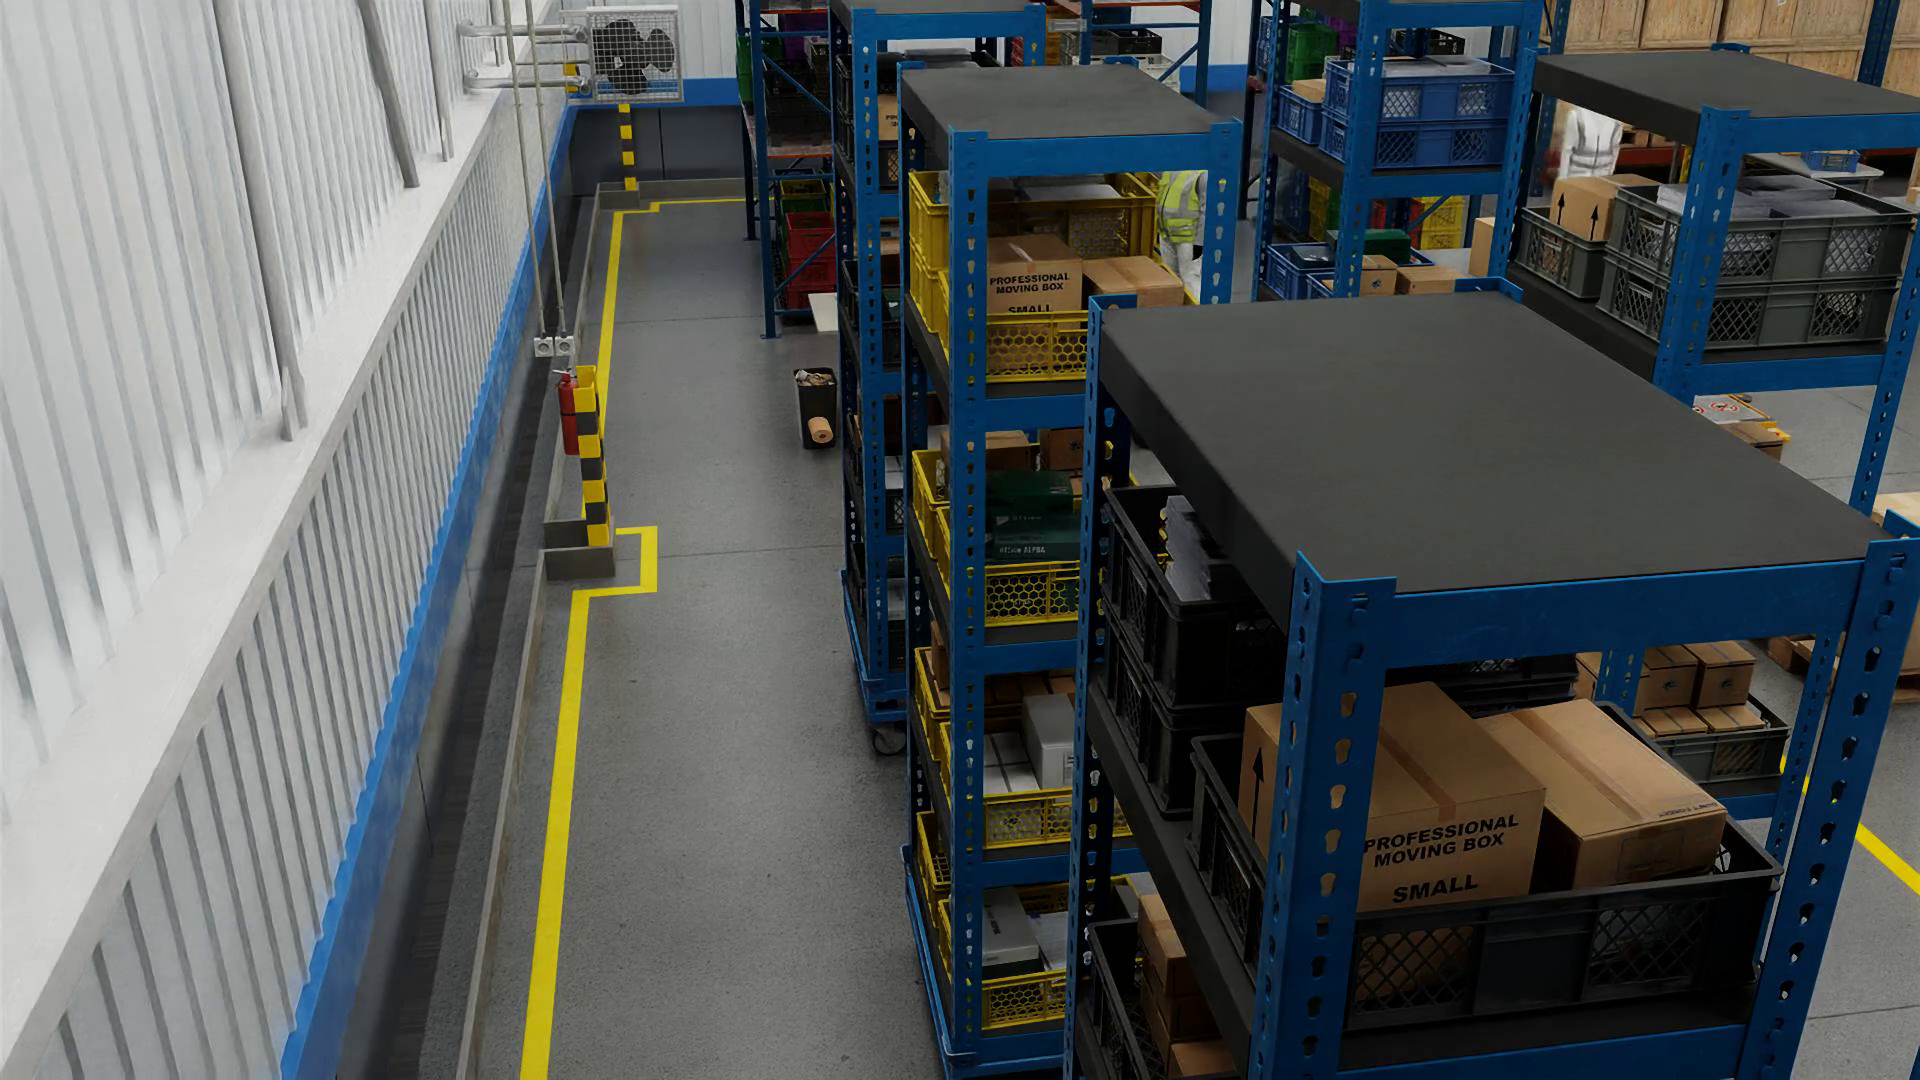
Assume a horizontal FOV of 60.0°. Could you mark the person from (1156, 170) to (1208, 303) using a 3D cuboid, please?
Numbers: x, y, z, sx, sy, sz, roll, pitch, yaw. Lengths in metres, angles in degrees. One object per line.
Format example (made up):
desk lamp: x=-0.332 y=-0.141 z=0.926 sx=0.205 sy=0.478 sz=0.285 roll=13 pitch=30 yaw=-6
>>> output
person: x=1.856 y=-2.569 z=13.984 sx=0.429 sy=1.844 sz=0.626 roll=-14 pitch=28 yaw=-28

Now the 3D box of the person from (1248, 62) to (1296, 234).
person: x=3.339 y=-4.125 z=17.265 sx=0.710 sy=1.926 sz=0.725 roll=-7 pitch=26 yaw=-15

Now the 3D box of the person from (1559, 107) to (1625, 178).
person: x=6.103 y=-3.601 z=16.220 sx=0.578 sy=1.855 sz=0.919 roll=1 pitch=25 yaw=3
